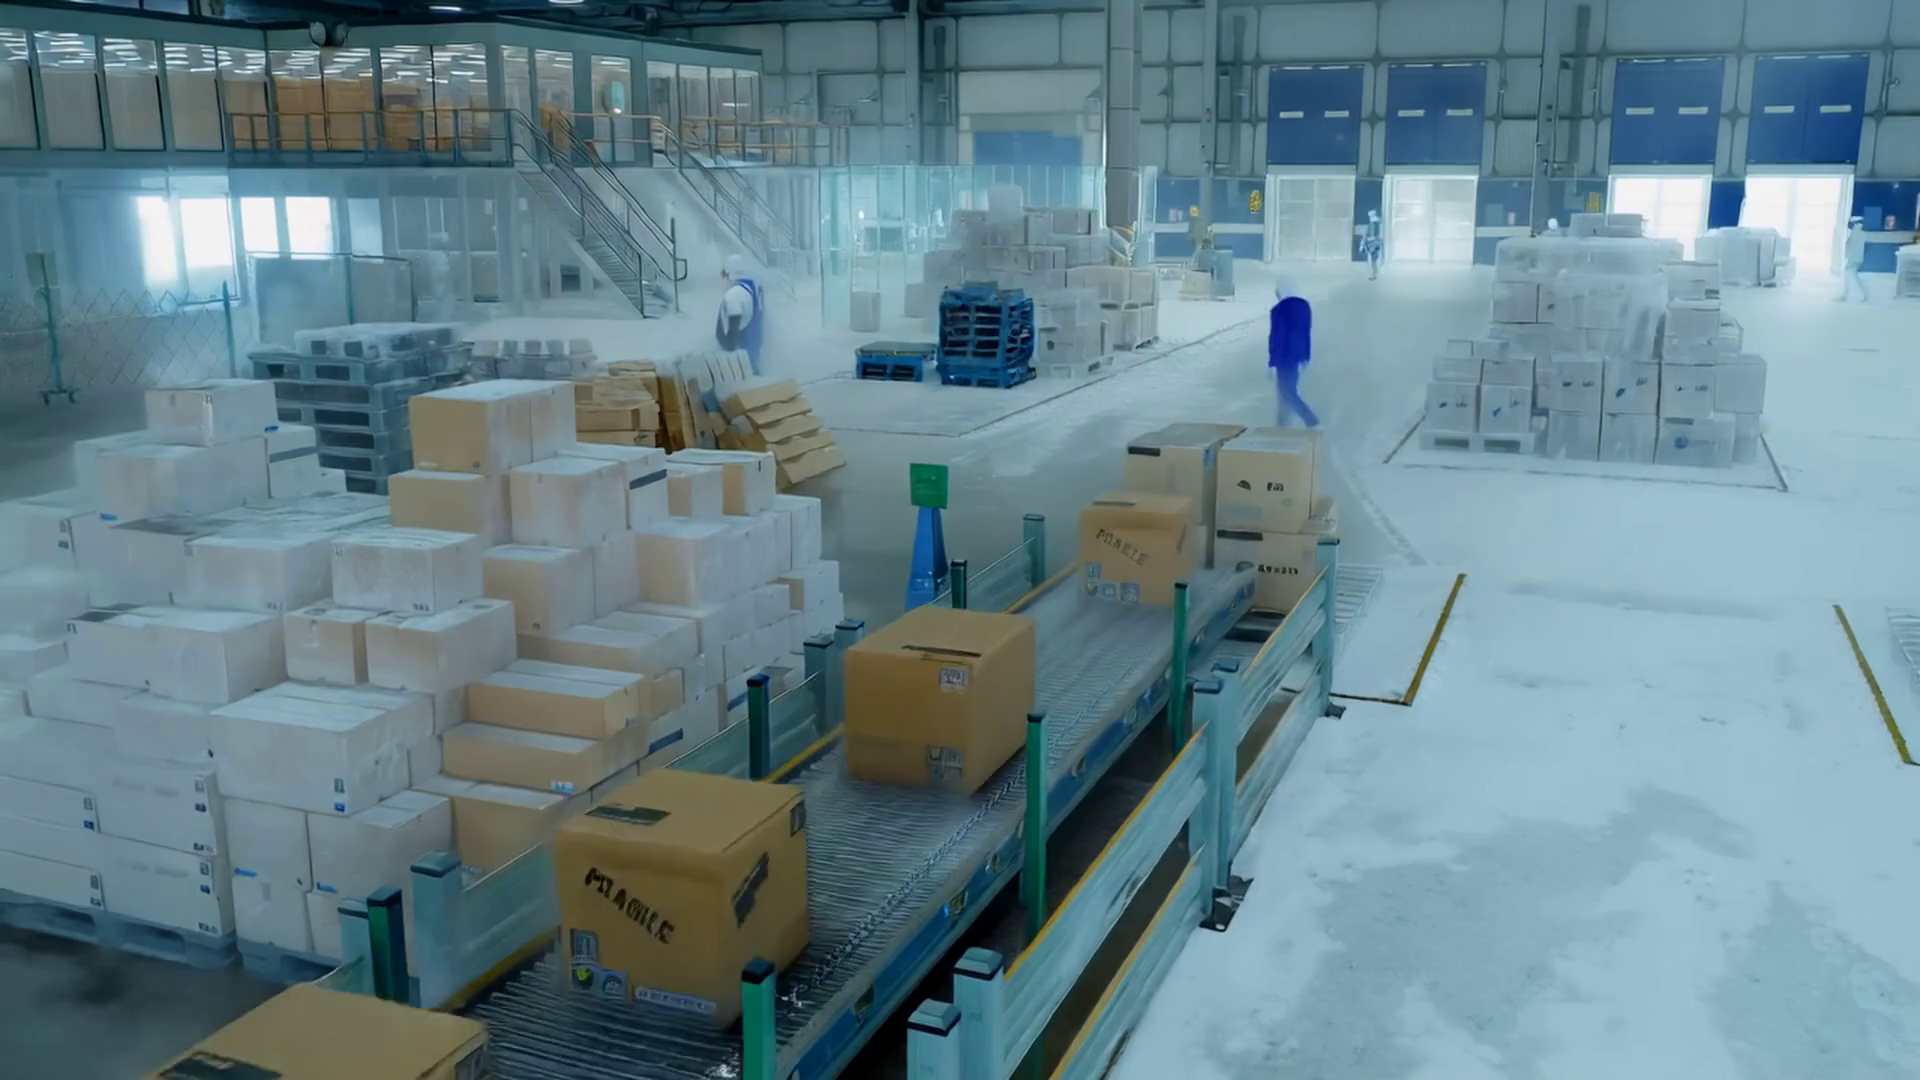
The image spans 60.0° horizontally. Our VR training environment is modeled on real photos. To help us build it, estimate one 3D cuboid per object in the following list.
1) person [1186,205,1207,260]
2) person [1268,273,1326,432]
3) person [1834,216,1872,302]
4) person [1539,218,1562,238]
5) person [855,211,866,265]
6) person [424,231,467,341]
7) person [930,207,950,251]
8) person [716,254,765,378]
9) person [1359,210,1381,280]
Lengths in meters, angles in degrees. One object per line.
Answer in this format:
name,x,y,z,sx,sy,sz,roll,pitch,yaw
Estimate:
person,7.115,-9.190,50.517,0.629,1.942,0.978,-8,15,-33
person,3.662,-1.946,18.133,0.638,1.914,0.854,-12,17,-42
person,20.425,-6.378,37.852,0.621,1.974,0.741,-11,17,-41
person,14.749,-7.134,41.561,0.633,1.817,0.658,-5,13,-21
person,-3.195,-9.683,53.294,0.317,1.695,0.540,5,13,21
person,-8.774,-4.193,28.003,1.030,2.004,0.633,-5,14,-23
person,-0.580,-8.710,48.429,0.547,1.922,0.397,-2,13,-11
person,-2.615,-2.351,19.630,0.535,2.000,0.685,5,14,21
person,11.253,-8.081,45.662,0.583,1.901,0.596,-11,17,-41
